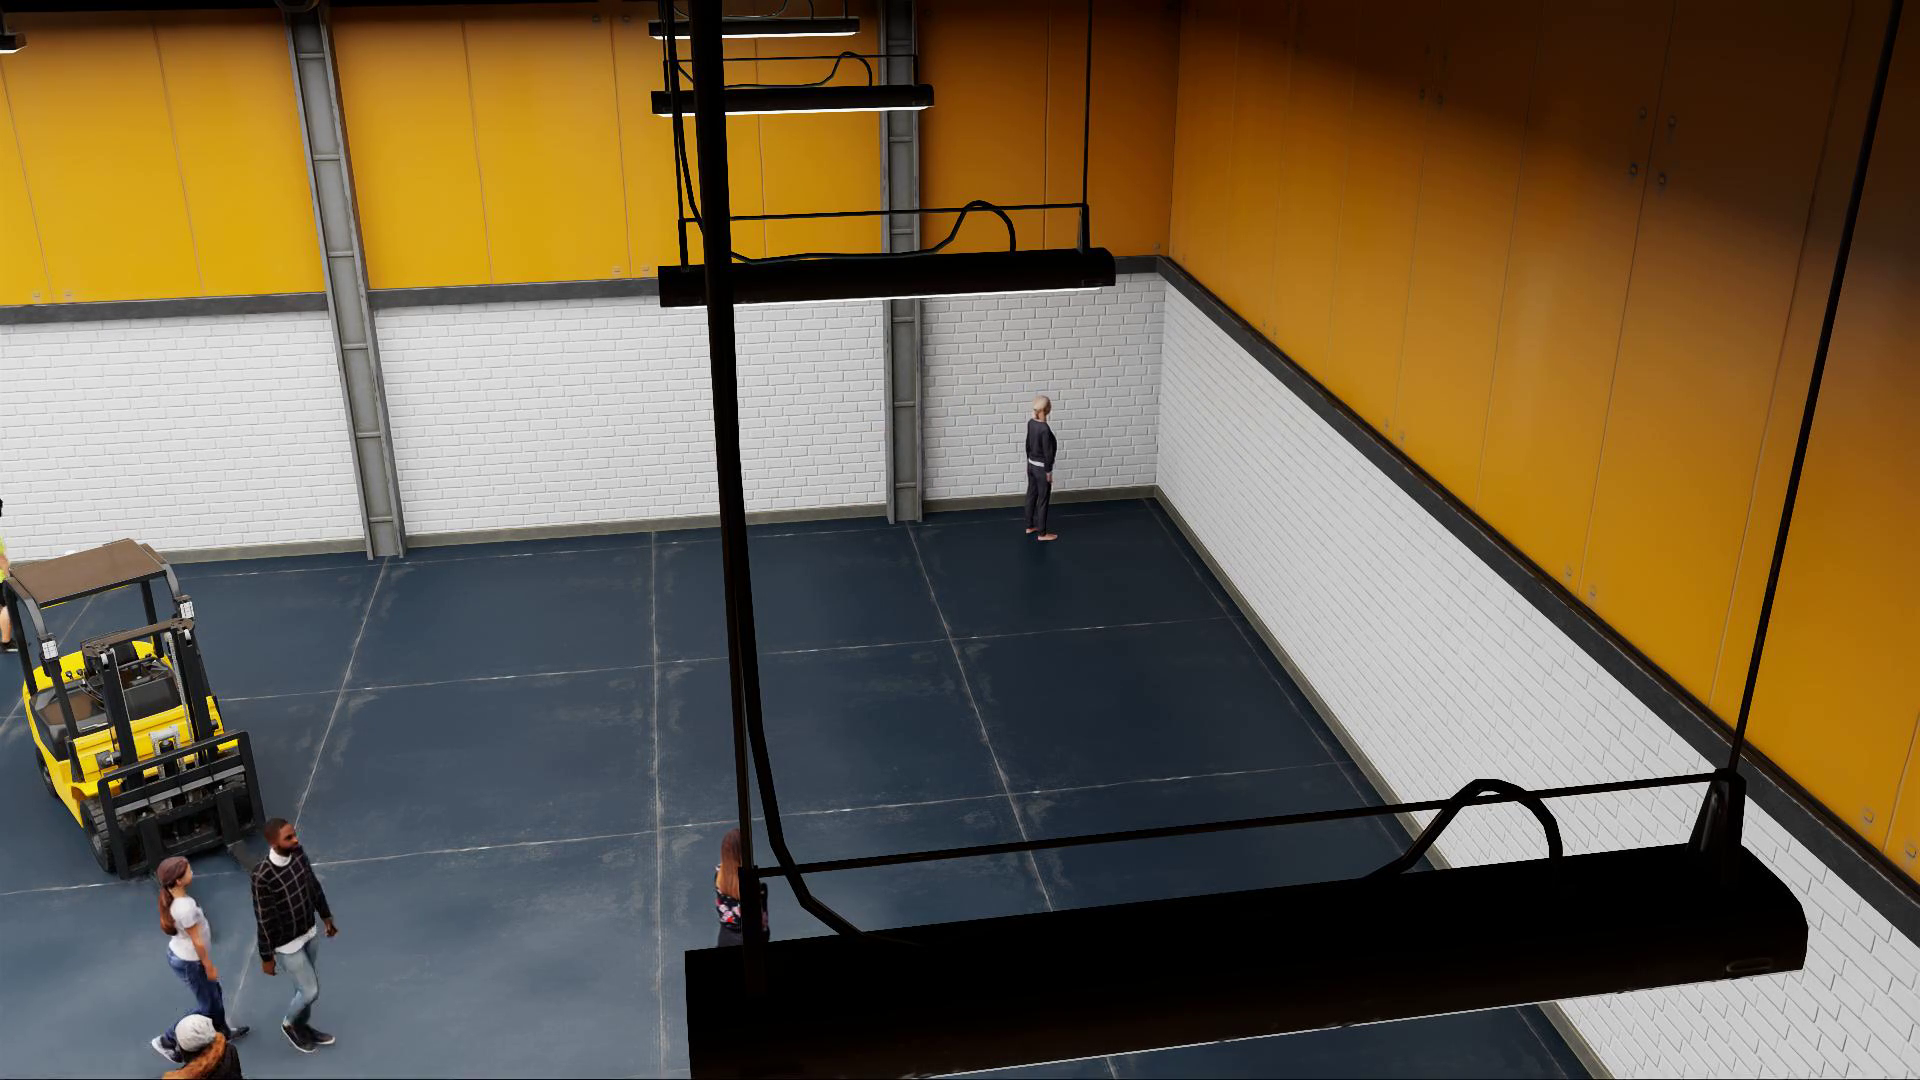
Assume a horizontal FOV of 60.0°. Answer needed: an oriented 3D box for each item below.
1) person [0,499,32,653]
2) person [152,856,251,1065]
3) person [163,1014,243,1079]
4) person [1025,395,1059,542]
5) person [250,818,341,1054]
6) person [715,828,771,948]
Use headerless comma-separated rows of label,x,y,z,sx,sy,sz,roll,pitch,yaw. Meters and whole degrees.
person,-9.724,0.340,16.598,0.803,1.674,0.935,7,24,15
person,-5.168,2.815,11.087,0.928,1.553,0.772,-18,29,-35
person,-4.209,3.436,9.575,0.791,1.625,0.736,14,27,29
person,0.923,-0.857,19.271,0.634,1.725,0.666,-12,27,-26
person,-4.564,2.642,11.165,0.816,1.808,0.822,7,24,15
person,-1.470,2.687,11.219,0.638,1.682,0.700,15,28,31
